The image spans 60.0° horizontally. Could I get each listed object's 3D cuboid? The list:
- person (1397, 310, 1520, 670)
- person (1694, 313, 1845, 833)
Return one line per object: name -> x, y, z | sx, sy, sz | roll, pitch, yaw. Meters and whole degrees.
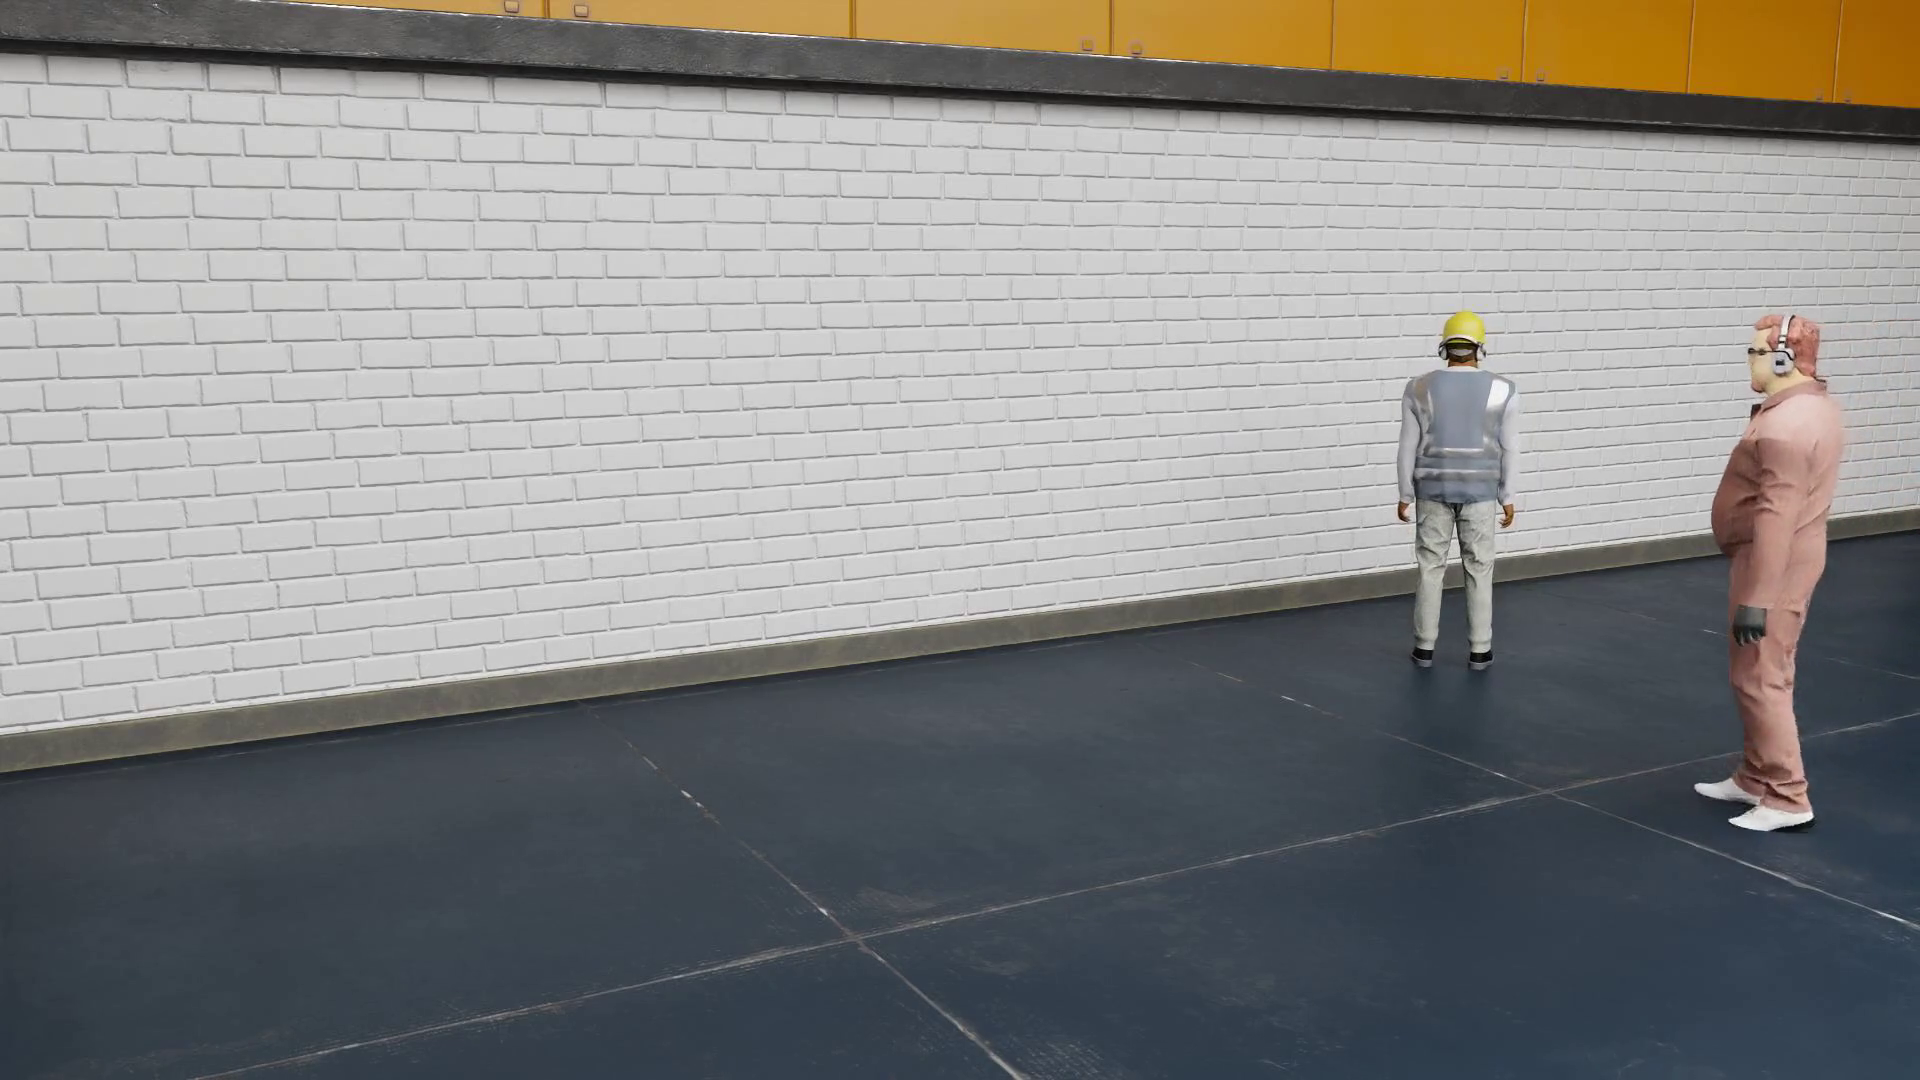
person -> 2.537, -0.251, 8.497 | 0.601, 1.827, 0.403 | 3, 10, 16
person -> 2.990, 0.122, 6.164 | 0.409, 1.915, 0.658 | 7, 12, 36
